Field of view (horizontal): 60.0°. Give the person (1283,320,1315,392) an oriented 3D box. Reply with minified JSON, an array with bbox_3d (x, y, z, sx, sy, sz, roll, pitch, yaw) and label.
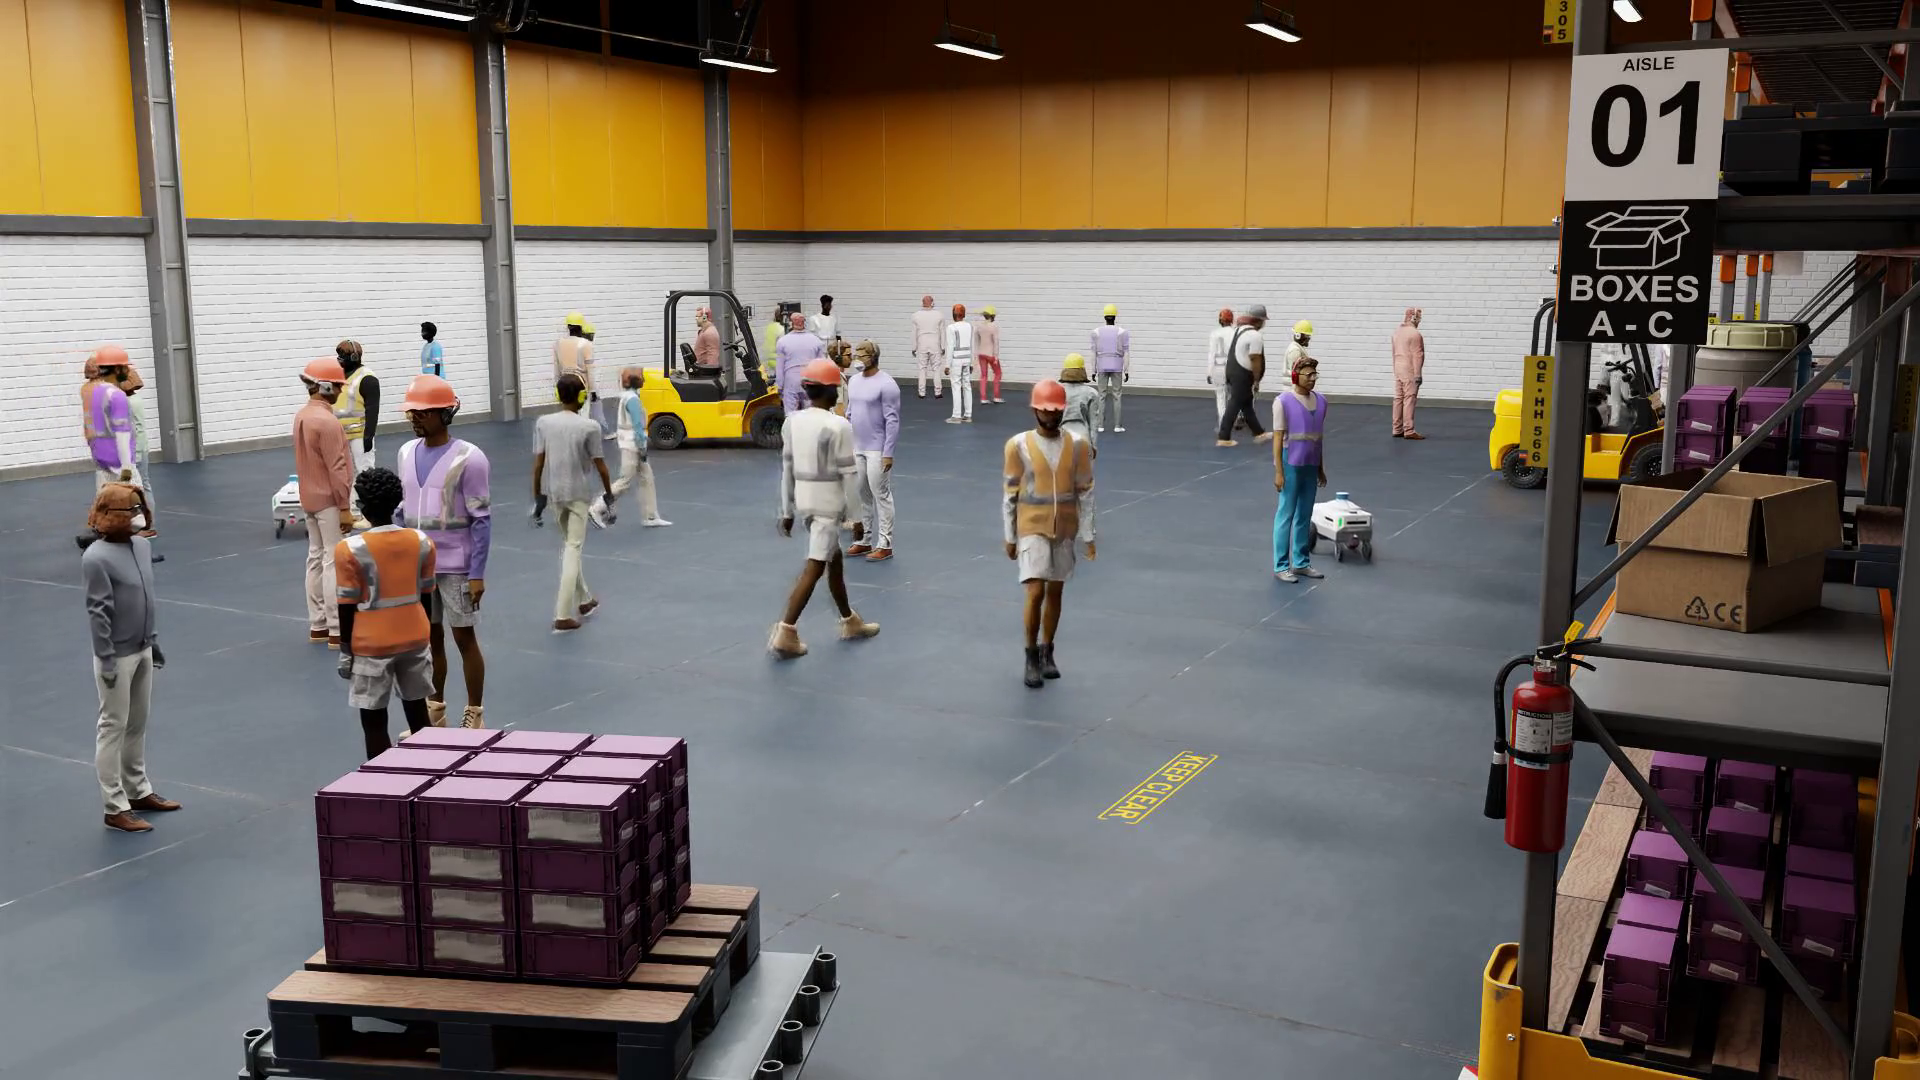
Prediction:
[{"bbox_3d":[4.377,-1.926,21.516,0.403,1.820,0.594,2,10,12],"label":"person"}]

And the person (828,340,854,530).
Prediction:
[{"bbox_3d":[-1.163,-1.018,16.189,0.345,1.846,0.508,-2,10,-12],"label":"person"}]

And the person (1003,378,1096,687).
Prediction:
[{"bbox_3d":[0.575,-0.041,10.344,0.548,1.914,0.673,-2,10,-14],"label":"person"}]

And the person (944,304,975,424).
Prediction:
[{"bbox_3d":[-0.008,-2.781,26.282,0.585,1.882,0.340,-9,13,-43],"label":"person"}]

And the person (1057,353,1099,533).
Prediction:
[{"bbox_3d":[1.076,-0.902,15.821,0.487,1.740,0.313,1,10,5],"label":"person"}]

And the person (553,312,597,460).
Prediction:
[{"bbox_3d":[-4.977,-1.992,21.586,0.586,1.928,0.369,4,10,20],"label":"person"}]

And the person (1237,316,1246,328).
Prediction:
[{"bbox_3d":[4.708,-2.919,27.790,0.523,1.638,0.311,2,10,10],"label":"person"}]

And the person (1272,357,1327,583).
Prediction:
[{"bbox_3d":[2.778,-0.583,13.667,0.570,1.845,0.384,-7,12,-37],"label":"person"}]

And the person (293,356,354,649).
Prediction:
[{"bbox_3d":[-4.303,-0.254,11.344,0.383,1.991,0.609,-9,13,-43],"label":"person"}]

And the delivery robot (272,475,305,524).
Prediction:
[{"bbox_3d":[-6.371,-0.384,15.980,0.477,0.478,0.707,-2,10,-12],"label":"delivery robot"}]

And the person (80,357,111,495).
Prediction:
[{"bbox_3d":[-8.712,-1.040,16.918,0.530,1.634,0.357,7,12,37],"label":"person"}]

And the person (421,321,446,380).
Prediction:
[{"bbox_3d":[-7.711,-2.349,24.349,0.320,1.689,0.537,-7,12,-36],"label":"person"}]

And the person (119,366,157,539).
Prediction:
[{"bbox_3d":[-7.781,-0.819,15.648,0.282,1.634,0.498,-7,12,-36],"label":"person"}]

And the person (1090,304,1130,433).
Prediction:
[{"bbox_3d":[2.244,-2.564,24.892,0.587,1.930,0.355,2,10,11],"label":"person"}]

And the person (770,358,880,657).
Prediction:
[{"bbox_3d":[-0.939,-0.227,11.200,0.622,1.997,1.032,10,14,44],"label":"person"}]

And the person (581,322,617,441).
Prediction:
[{"bbox_3d":[-5.325,-2.238,23.641,0.935,1.703,0.532,-9,13,-41],"label":"person"}]

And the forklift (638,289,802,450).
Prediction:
[{"bbox_3d":[-3.358,-2.392,23.136,2.313,2.155,1.214,-1,10,-5],"label":"forklift"}]

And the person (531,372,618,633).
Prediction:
[{"bbox_3d":[-2.730,-0.292,12.001,0.566,1.832,0.878,3,10,18],"label":"person"}]

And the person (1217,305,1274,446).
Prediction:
[{"bbox_3d":[4.021,-2.319,23.155,0.971,2.000,0.718,-2,10,-10],"label":"person"}]

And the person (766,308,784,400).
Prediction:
[{"bbox_3d":[-2.828,-2.778,26.420,0.493,1.831,0.653,-7,12,-36],"label":"person"}]

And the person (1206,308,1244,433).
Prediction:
[{"bbox_3d":[3.982,-2.499,24.695,0.607,1.869,0.494,-4,11,-21],"label":"person"}]

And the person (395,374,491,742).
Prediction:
[{"bbox_3d":[-2.814,0.125,8.999,0.605,2.044,0.374,4,11,24],"label":"person"}]

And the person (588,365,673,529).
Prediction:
[{"bbox_3d":[-3.240,-0.900,16.179,0.763,1.612,0.510,-2,10,-9],"label":"person"}]

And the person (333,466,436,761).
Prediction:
[{"bbox_3d":[-2.703,0.496,7.876,0.321,1.689,0.530,7,12,34],"label":"person"}]

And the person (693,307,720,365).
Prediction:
[{"bbox_3d":[-3.709,-2.445,24.274,0.402,1.906,0.652,-2,10,-13],"label":"person"}]

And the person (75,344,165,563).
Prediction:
[{"bbox_3d":[-7.200,-0.699,14.136,0.545,1.926,0.616,9,13,43],"label":"person"}]

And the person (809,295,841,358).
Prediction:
[{"bbox_3d":[-2.386,-3.380,29.565,0.599,1.957,0.380,-4,10,-21],"label":"person"}]

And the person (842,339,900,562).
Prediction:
[{"bbox_3d":[-0.787,-0.783,14.561,0.370,1.940,0.630,-10,14,-44],"label":"person"}]

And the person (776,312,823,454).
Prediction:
[{"bbox_3d":[-2.138,-2.070,22.130,0.639,1.900,0.401,-3,10,-19],"label":"person"}]

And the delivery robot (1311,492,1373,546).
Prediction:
[{"bbox_3d":[3.393,-0.180,14.800,0.477,0.478,0.707,-2,10,-10],"label":"delivery robot"}]

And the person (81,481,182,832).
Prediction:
[{"bbox_3d":[-3.903,0.534,7.812,0.286,1.634,0.500,0,10,2],"label":"person"}]

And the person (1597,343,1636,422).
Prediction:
[{"bbox_3d":[10.232,-2.748,26.005,0.804,1.918,0.553,3,10,15],"label":"person"}]

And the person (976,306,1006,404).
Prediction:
[{"bbox_3d":[0.567,-3.288,29.611,0.548,1.743,0.597,8,12,37],"label":"person"}]

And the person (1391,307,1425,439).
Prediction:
[{"bbox_3d":[6.516,-2.410,24.090,0.405,1.902,0.636,-3,10,-16],"label":"person"}]

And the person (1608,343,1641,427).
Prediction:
[{"bbox_3d":[10.062,-2.562,24.913,0.749,1.924,0.627,-1,10,-7],"label":"person"}]

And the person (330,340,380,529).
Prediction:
[{"bbox_3d":[-5.937,-1.033,16.290,0.627,1.844,0.429,7,12,36],"label":"person"}]

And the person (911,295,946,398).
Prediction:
[{"bbox_3d":[-0.575,-3.569,30.805,0.637,1.901,0.403,0,10,3],"label":"person"}]

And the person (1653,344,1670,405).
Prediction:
[{"bbox_3d":[9.574,-2.052,22.185,0.633,1.843,0.429,2,10,14],"label":"person"}]

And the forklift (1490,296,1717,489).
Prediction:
[{"bbox_3d":[7.296,-1.677,18.993,2.313,2.155,1.214,5,11,27],"label":"forklift"}]
